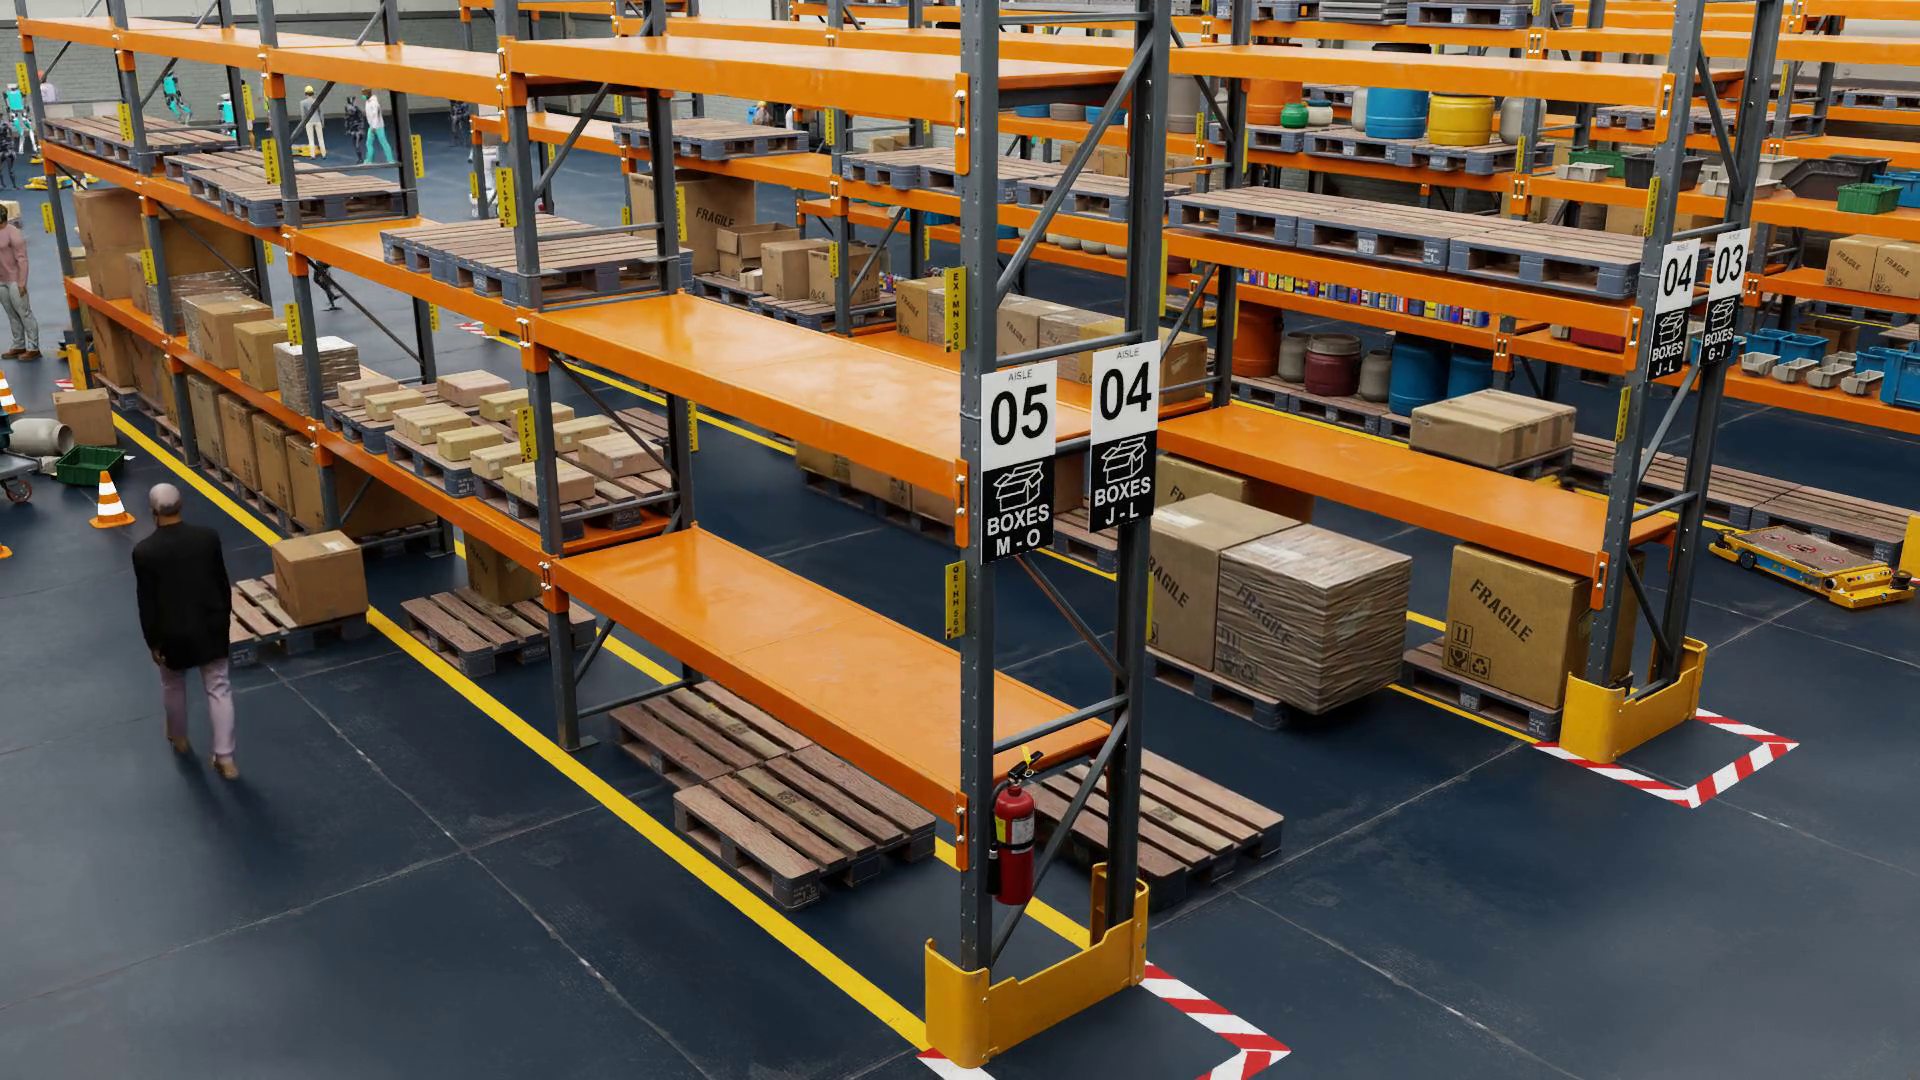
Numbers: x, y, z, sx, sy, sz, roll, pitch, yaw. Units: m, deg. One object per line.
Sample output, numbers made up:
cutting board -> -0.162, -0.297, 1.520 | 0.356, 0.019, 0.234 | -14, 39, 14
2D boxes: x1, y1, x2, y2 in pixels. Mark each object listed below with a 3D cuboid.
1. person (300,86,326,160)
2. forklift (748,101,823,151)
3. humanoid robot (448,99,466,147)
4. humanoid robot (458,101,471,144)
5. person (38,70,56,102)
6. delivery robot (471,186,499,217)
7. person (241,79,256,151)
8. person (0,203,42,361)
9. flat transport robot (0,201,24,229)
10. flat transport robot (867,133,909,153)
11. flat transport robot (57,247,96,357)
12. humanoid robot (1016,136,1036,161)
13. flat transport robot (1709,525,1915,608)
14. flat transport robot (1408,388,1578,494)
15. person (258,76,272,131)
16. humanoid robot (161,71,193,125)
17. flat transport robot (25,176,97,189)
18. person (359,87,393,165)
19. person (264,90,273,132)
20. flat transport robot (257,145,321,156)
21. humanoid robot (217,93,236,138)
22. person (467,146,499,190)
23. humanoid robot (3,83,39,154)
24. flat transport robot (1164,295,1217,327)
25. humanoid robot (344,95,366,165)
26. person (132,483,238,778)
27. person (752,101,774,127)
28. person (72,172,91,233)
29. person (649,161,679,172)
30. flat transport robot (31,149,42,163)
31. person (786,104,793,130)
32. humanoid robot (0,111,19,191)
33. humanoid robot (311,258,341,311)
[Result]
person -> -15.863, -10.222, 40.768 | 0.532, 1.767, 0.322 | -12, 23, -30
forklift -> -4.526, -11.368, 42.374 | 1.129, 2.768, 1.873 | -15, 24, -37
humanoid robot -> -13.205, -11.114, 43.443 | 0.346, 1.651, 0.600 | -11, 22, -28
humanoid robot -> -13.182, -11.377, 44.266 | 0.644, 1.641, 0.635 | 10, 22, 26
person -> -23.324, -10.985, 42.581 | 0.394, 2.018, 0.763 | 2, 19, 5
delivery robot -> -9.020, -6.501, 32.012 | 0.789, 0.598, 0.499 | -4, 20, -12
person -> -17.972, -10.665, 41.895 | 0.388, 1.852, 0.798 | -8, 21, -22
person -> -11.687, -3.180, 20.472 | 0.631, 1.940, 0.369 | 10, 22, 26
flat transport robot -> -17.061, -5.246, 28.865 | 0.659, 0.231, 1.431 | -2, 19, -6
flat transport robot -> -1.572, -8.341, 37.676 | 0.659, 0.231, 1.431 | -8, 21, -22
flat transport robot -> -10.532, -2.482, 21.001 | 1.431, 0.231, 0.659 | -2, 19, -6
humanoid robot -> 1.249, -7.847, 34.030 | 0.676, 1.783, 0.536 | 2, 19, 6
flat transport robot -> 6.832, 0.193, 13.386 | 0.659, 0.231, 1.431 | -8, 21, -21
flat transport robot -> 4.966, -0.573, 15.568 | 0.659, 0.231, 1.431 | -15, 24, -37
person -> -19.771, -12.678, 47.606 | 0.391, 1.870, 0.560 | 10, 22, 27
humanoid robot -> -21.936, -12.260, 46.611 | 0.553, 1.769, 0.928 | 5, 20, 13
flat transport robot -> -19.540, -7.808, 36.157 | 0.659, 0.231, 1.431 | 4, 20, 11
person -> -13.799, -9.678, 39.060 | 0.542, 1.874, 0.878 | 17, 26, 40
person -> -18.548, -11.635, 44.905 | 0.422, 1.688, 0.543 | -6, 20, -16
flat transport robot -> -16.856, -9.795, 41.811 | 1.431, 0.231, 0.659 | 2, 19, 7
humanoid robot -> -17.192, -9.524, 38.895 | 0.893, 1.822, 0.555 | 14, 23, 34
person -> -9.477, -7.585, 33.111 | 0.529, 1.863, 0.587 | 6, 20, 15
humanoid robot -> -23.692, -10.651, 42.056 | 0.544, 1.780, 0.889 | -4, 20, -11
flat transport robot -> 3.111, -3.159, 22.926 | 0.659, 0.231, 1.431 | -14, 24, -34
humanoid robot -> -14.429, -9.767, 39.624 | 0.612, 1.638, 0.557 | 8, 21, 22
person -> -4.720, 0.509, 10.156 | 0.538, 1.821, 0.913 | -12, 23, -31
person -> -4.389, -8.917, 37.118 | 0.535, 1.719, 0.838 | -1, 19, -3
person -> -15.869, -6.486, 29.952 | 0.398, 1.893, 0.532 | -13, 23, -32
person -> -4.976, -5.937, 28.283 | 0.601, 1.960, 0.370 | 11, 22, 28
flat transport robot -> -21.784, -9.337, 40.508 | 1.431, 0.231, 0.659 | -7, 21, -19
person -> -3.630, -8.784, 36.493 | 0.376, 1.892, 0.571 | 4, 20, 12
humanoid robot -> -20.303, -8.264, 35.324 | 0.598, 1.657, 0.377 | 3, 20, 10
humanoid robot -> -8.951, -4.043, 23.328 | 0.351, 1.647, 0.589 | -8, 21, -21
